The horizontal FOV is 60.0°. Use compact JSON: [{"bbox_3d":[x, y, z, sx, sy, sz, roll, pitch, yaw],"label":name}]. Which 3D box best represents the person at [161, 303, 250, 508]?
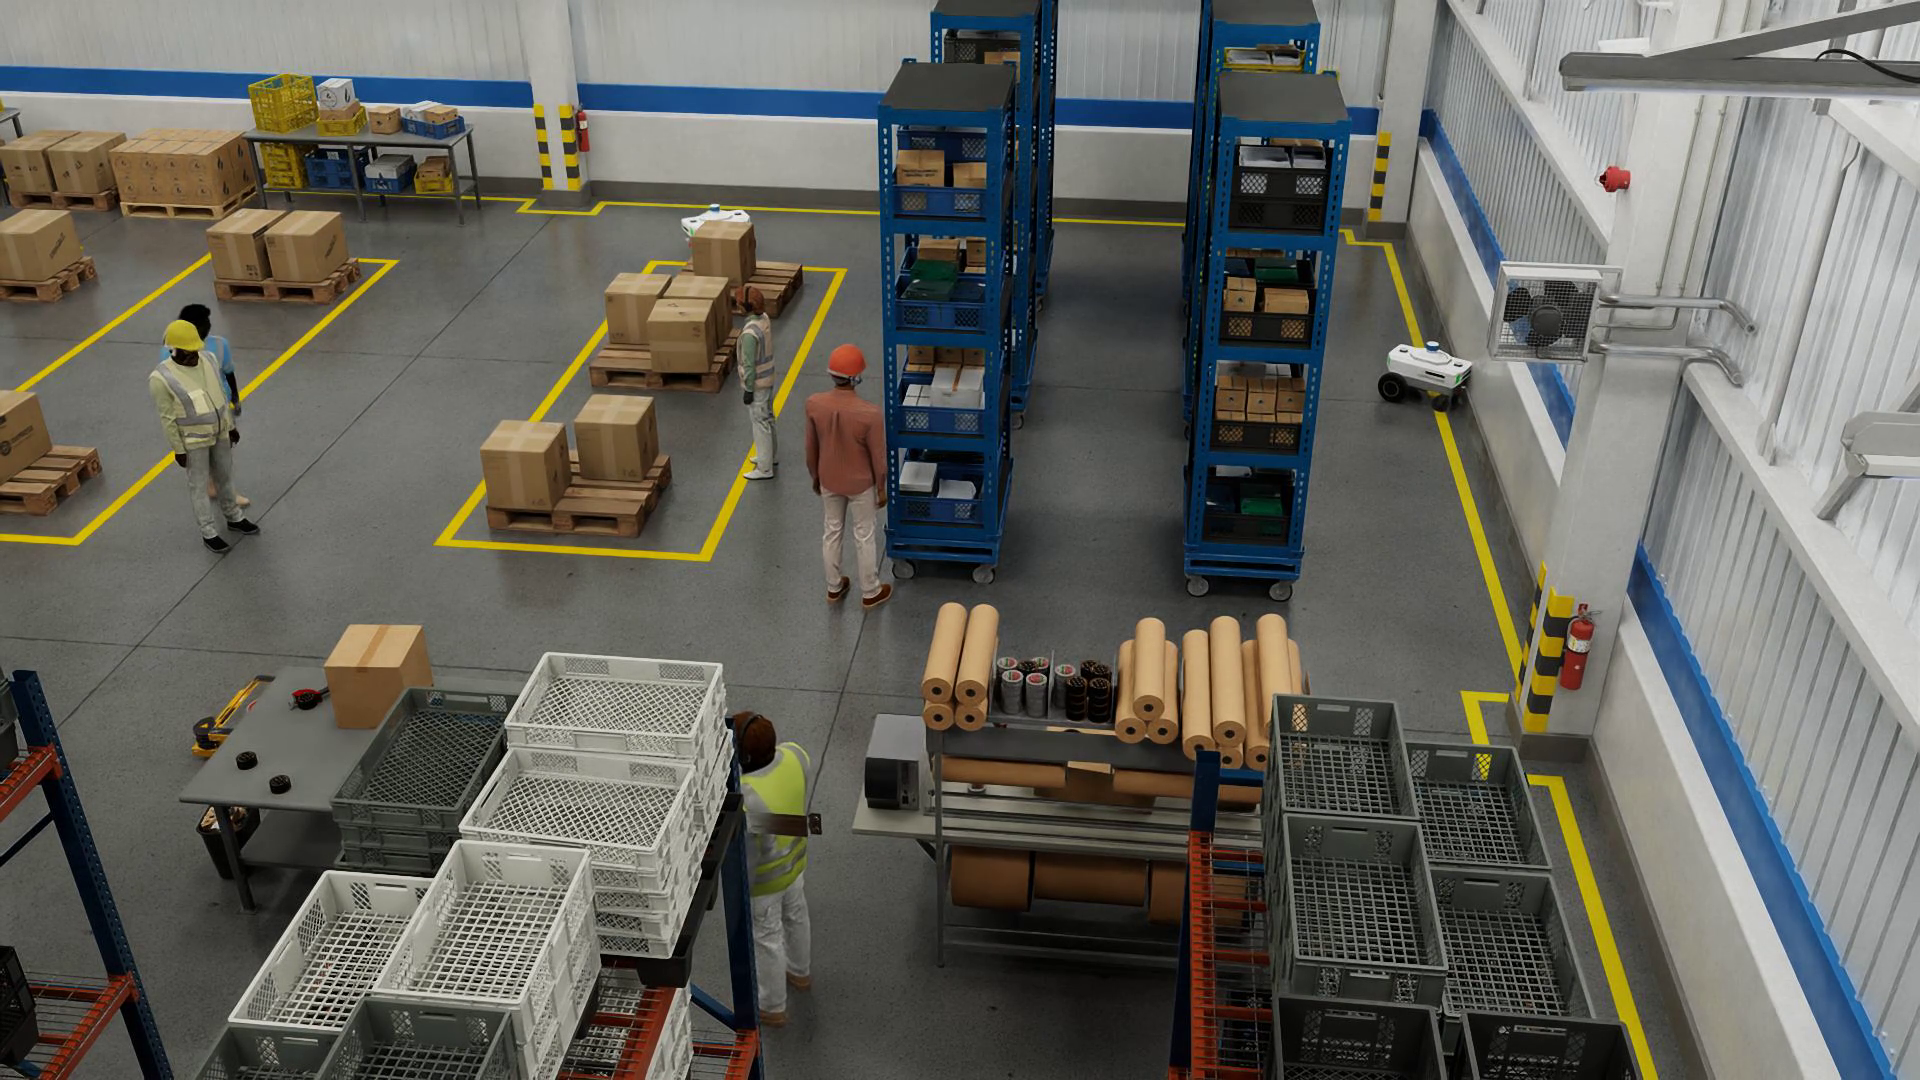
[{"bbox_3d":[-5.940,-1.052,13.058,0.607,1.677,0.511,-26,39,-37],"label":"person"}]

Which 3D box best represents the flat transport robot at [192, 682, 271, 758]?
[{"bbox_3d":[-4.089,1.163,10.648,1.431,0.197,0.652,3,30,6],"label":"flat transport robot"}]

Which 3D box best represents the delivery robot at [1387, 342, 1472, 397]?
[{"bbox_3d":[4.211,-1.540,14.922,0.707,0.478,0.477,21,36,31],"label":"delivery robot"}]

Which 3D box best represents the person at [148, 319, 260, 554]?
[{"bbox_3d":[-5.673,-0.798,12.480,0.404,1.828,0.587,13,33,21],"label":"person"}]

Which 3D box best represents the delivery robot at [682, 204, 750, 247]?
[{"bbox_3d":[-2.662,-3.419,18.149,0.707,0.478,0.477,-15,33,-23],"label":"delivery robot"}]

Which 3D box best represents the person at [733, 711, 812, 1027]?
[{"bbox_3d":[-0.980,1.631,8.296,0.430,1.842,0.625,14,33,23],"label":"person"}]

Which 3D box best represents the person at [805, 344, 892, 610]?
[{"bbox_3d":[-0.778,-0.437,11.696,0.612,1.996,0.389,13,33,21],"label":"person"}]

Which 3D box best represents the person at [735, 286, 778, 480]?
[{"bbox_3d":[-1.644,-1.284,13.509,0.310,1.631,0.513,3,30,5],"label":"person"}]
